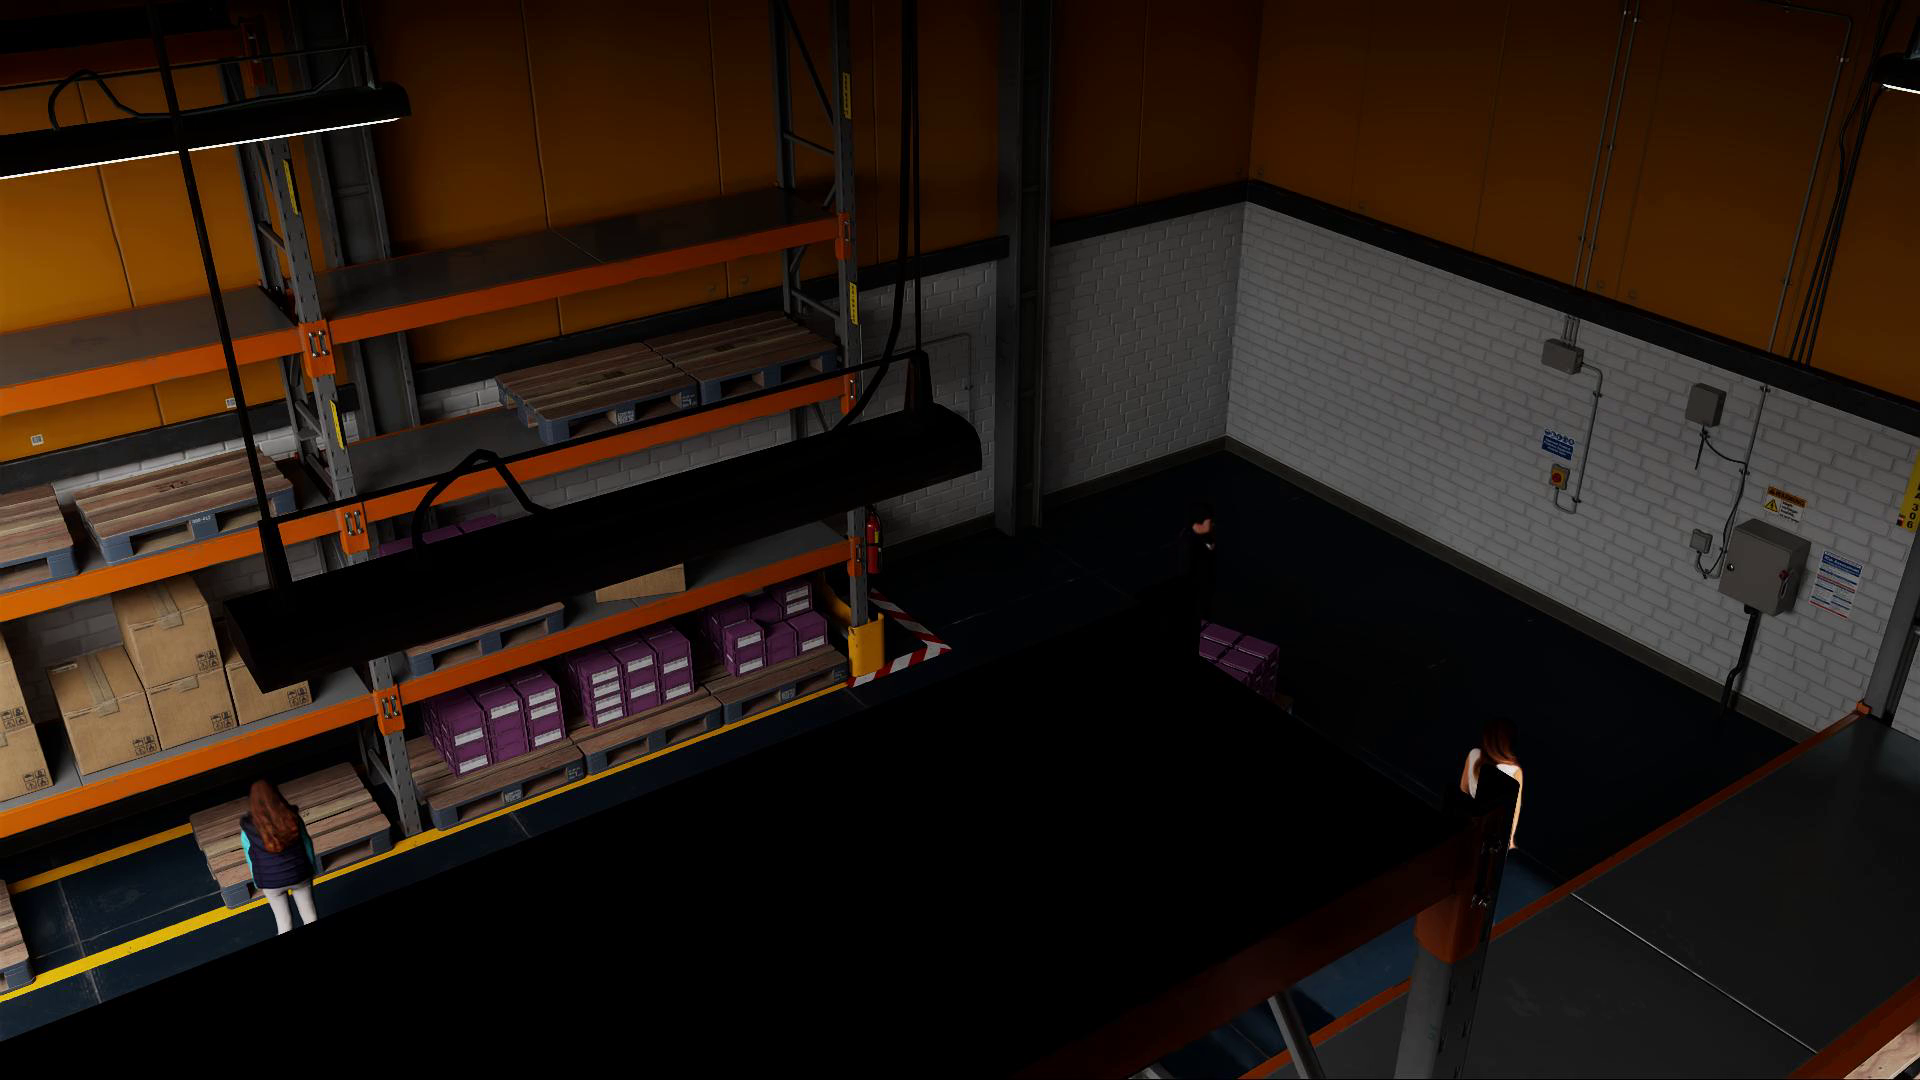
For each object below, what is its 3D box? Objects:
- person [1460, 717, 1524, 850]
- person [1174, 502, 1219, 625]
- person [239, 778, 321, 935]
[{"bbox_3d":[3.507,1.961,11.174,0.547,1.785,0.604,-23,36,-36],"label":"person"},{"bbox_3d":[1.898,0.423,14.119,0.904,1.665,0.825,13,31,23],"label":"person"},{"bbox_3d":[-4.468,2.213,11.008,0.579,1.502,0.678,-11,31,-20],"label":"person"}]
